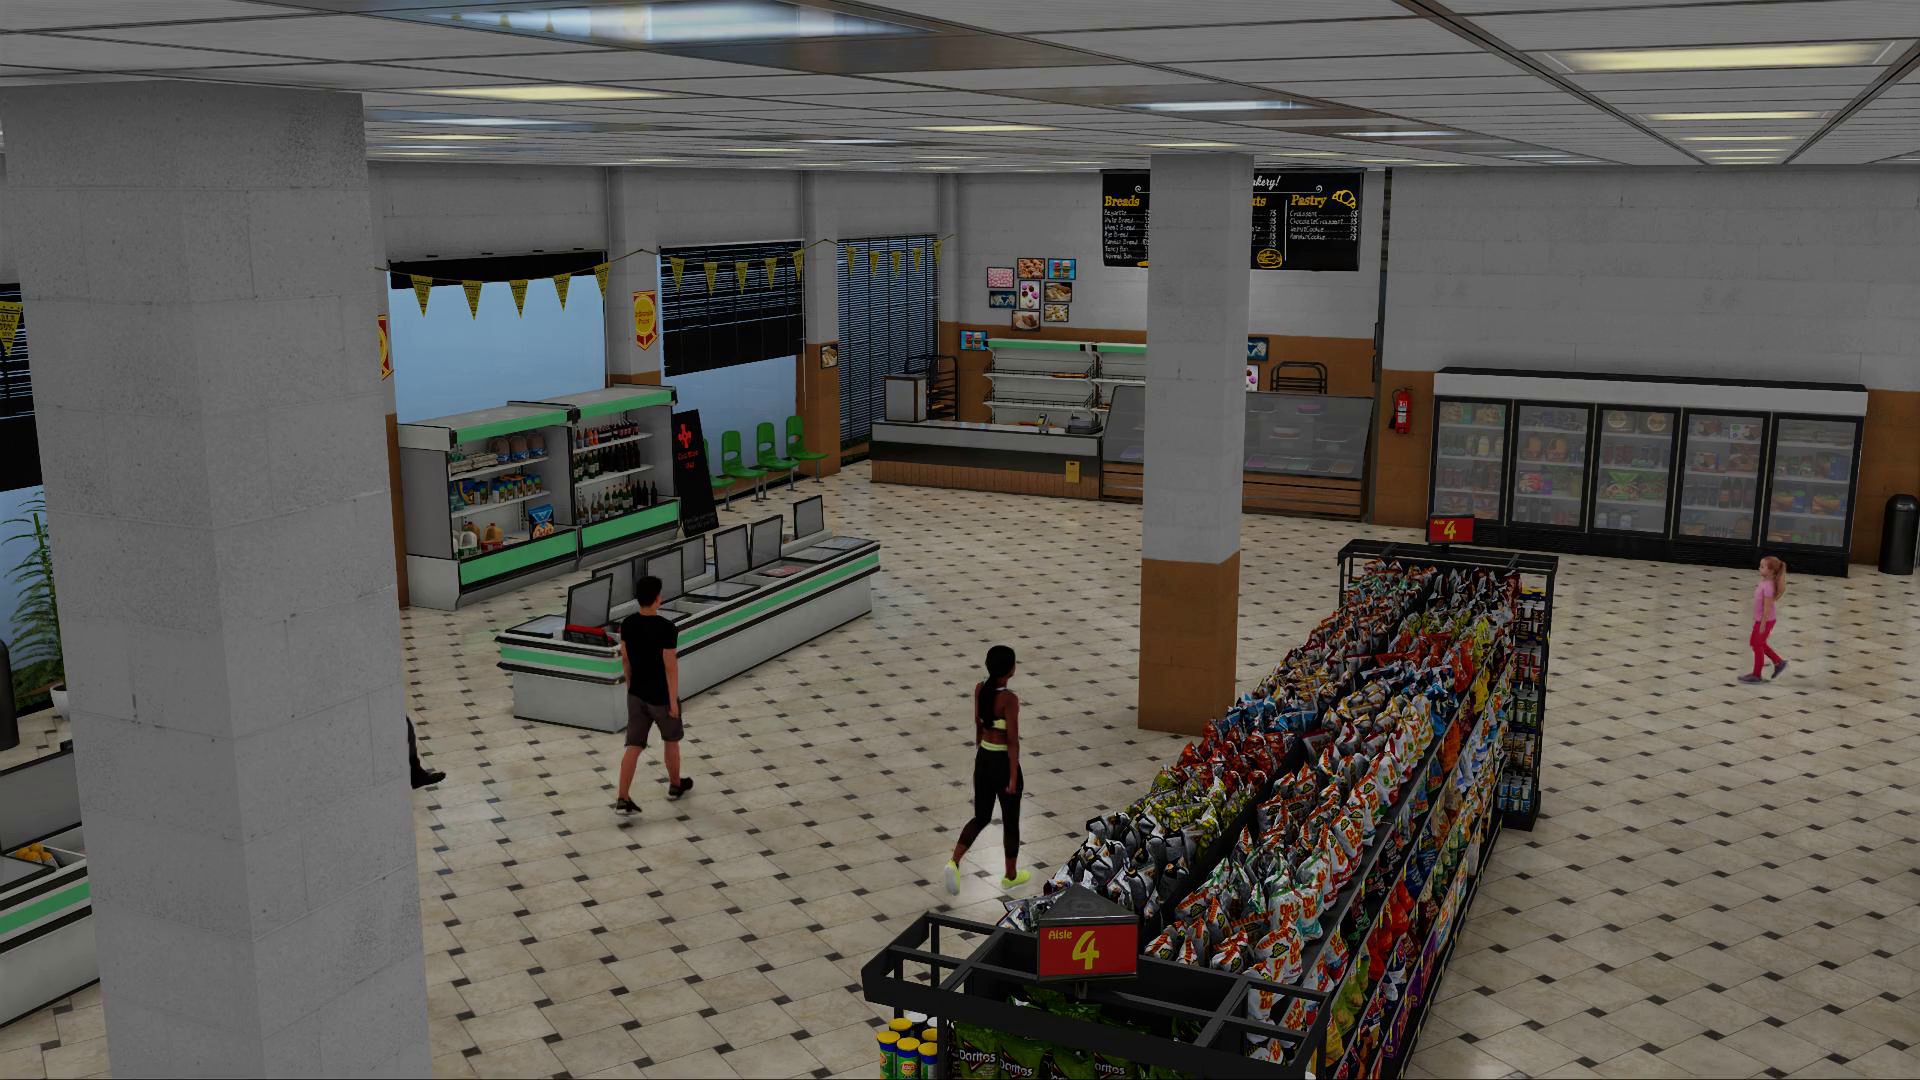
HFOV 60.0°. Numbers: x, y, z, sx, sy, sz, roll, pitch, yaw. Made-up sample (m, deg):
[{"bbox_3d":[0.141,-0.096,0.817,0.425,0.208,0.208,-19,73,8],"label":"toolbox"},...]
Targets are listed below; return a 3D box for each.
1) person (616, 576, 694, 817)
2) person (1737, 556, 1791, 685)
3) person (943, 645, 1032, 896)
[{"bbox_3d":[-2.394,1.208,12.571,0.743,1.829,1.204,4,13,20],"label":"person"},{"bbox_3d":[7.802,0.773,16.008,0.569,1.263,0.612,5,13,22],"label":"person"},{"bbox_3d":[0.180,1.566,11.094,0.742,1.737,1.060,11,16,41],"label":"person"}]
